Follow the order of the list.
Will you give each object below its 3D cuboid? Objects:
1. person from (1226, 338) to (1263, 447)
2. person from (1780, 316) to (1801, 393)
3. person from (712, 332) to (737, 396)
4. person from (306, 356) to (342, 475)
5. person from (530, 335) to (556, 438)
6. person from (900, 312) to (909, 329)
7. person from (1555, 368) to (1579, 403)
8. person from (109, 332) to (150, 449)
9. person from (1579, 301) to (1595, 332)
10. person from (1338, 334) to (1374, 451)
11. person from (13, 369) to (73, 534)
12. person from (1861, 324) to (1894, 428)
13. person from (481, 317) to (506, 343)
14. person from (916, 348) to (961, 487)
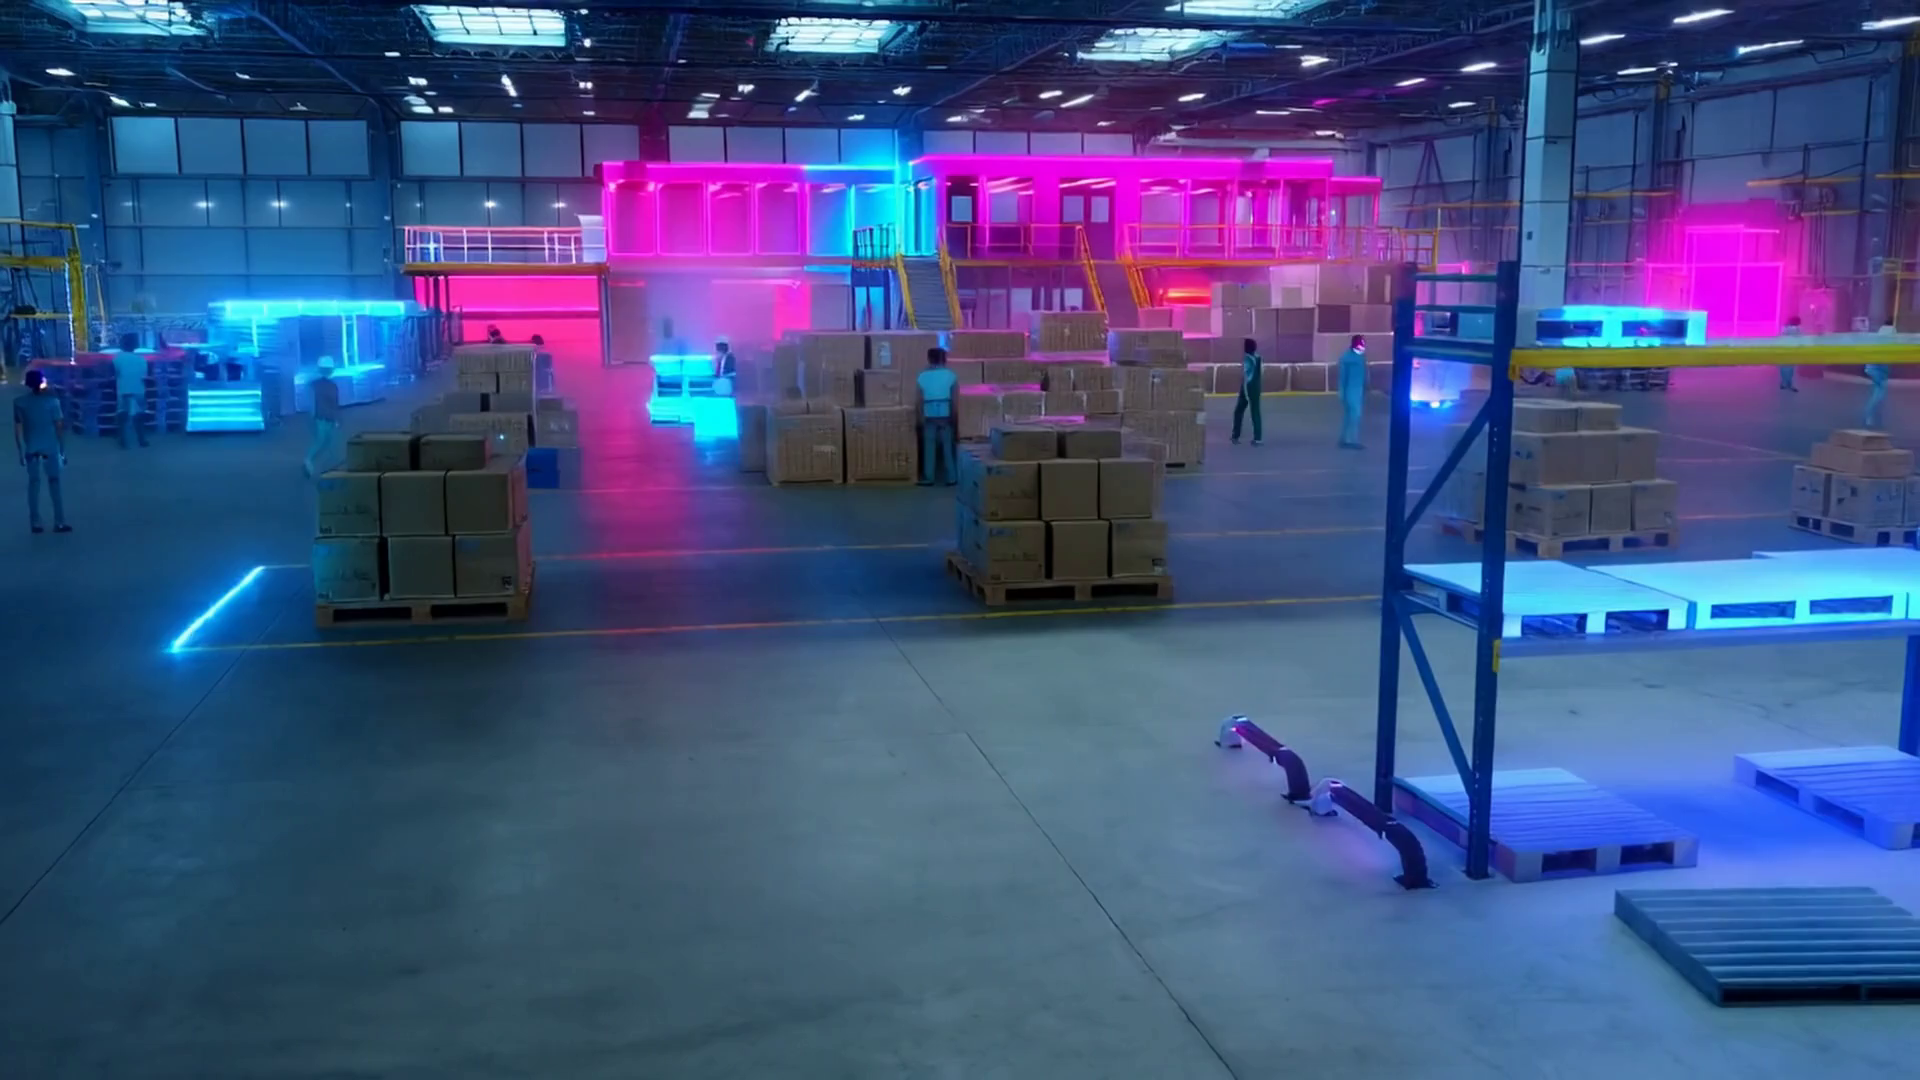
[{"bbox_3d":[4.819,-2.487,28.022,0.519,1.816,0.793,-7,11,-36],"label":"person"},{"bbox_3d":[19.949,-4.447,39.888,0.429,1.842,0.637,1,9,4],"label":"person"},{"bbox_3d":[-3.924,-2.490,27.713,0.546,1.920,0.549,-4,10,-25],"label":"person"},{"bbox_3d":[-9.071,-1.750,23.716,0.538,1.748,0.491,5,10,27],"label":"person"},{"bbox_3d":[-7.350,-2.698,29.266,0.549,1.840,0.734,2,9,11],"label":"person"},{"bbox_3d":[-1.466,-5.183,44.448,0.986,1.823,0.625,0,9,0],"label":"person"},{"bbox_3d":[8.698,-1.760,23.856,0.421,1.727,0.499,-1,9,-8],"label":"person"},{"bbox_3d":[-13.662,-2.437,27.341,0.611,1.943,0.805,-1,9,-7],"label":"person"},{"bbox_3d":[18.985,-6.264,50.544,0.625,1.980,0.651,-6,11,-33],"label":"person"},{"bbox_3d":[6.536,-2.421,27.311,0.695,1.912,0.627,8,13,42],"label":"person"},{"bbox_3d":[-10.358,-0.989,18.755,0.526,1.860,0.315,-2,9,-10],"label":"person"},{"bbox_3d":[17.208,-3.050,31.082,0.404,1.951,0.616,5,11,28],"label":"person"},{"bbox_3d":[-9.955,-3.775,35.502,0.550,1.935,0.375,-6,11,-34],"label":"person"},{"bbox_3d":[-0.299,-1.663,22.750,0.629,1.906,0.385,0,9,0],"label":"person"}]
